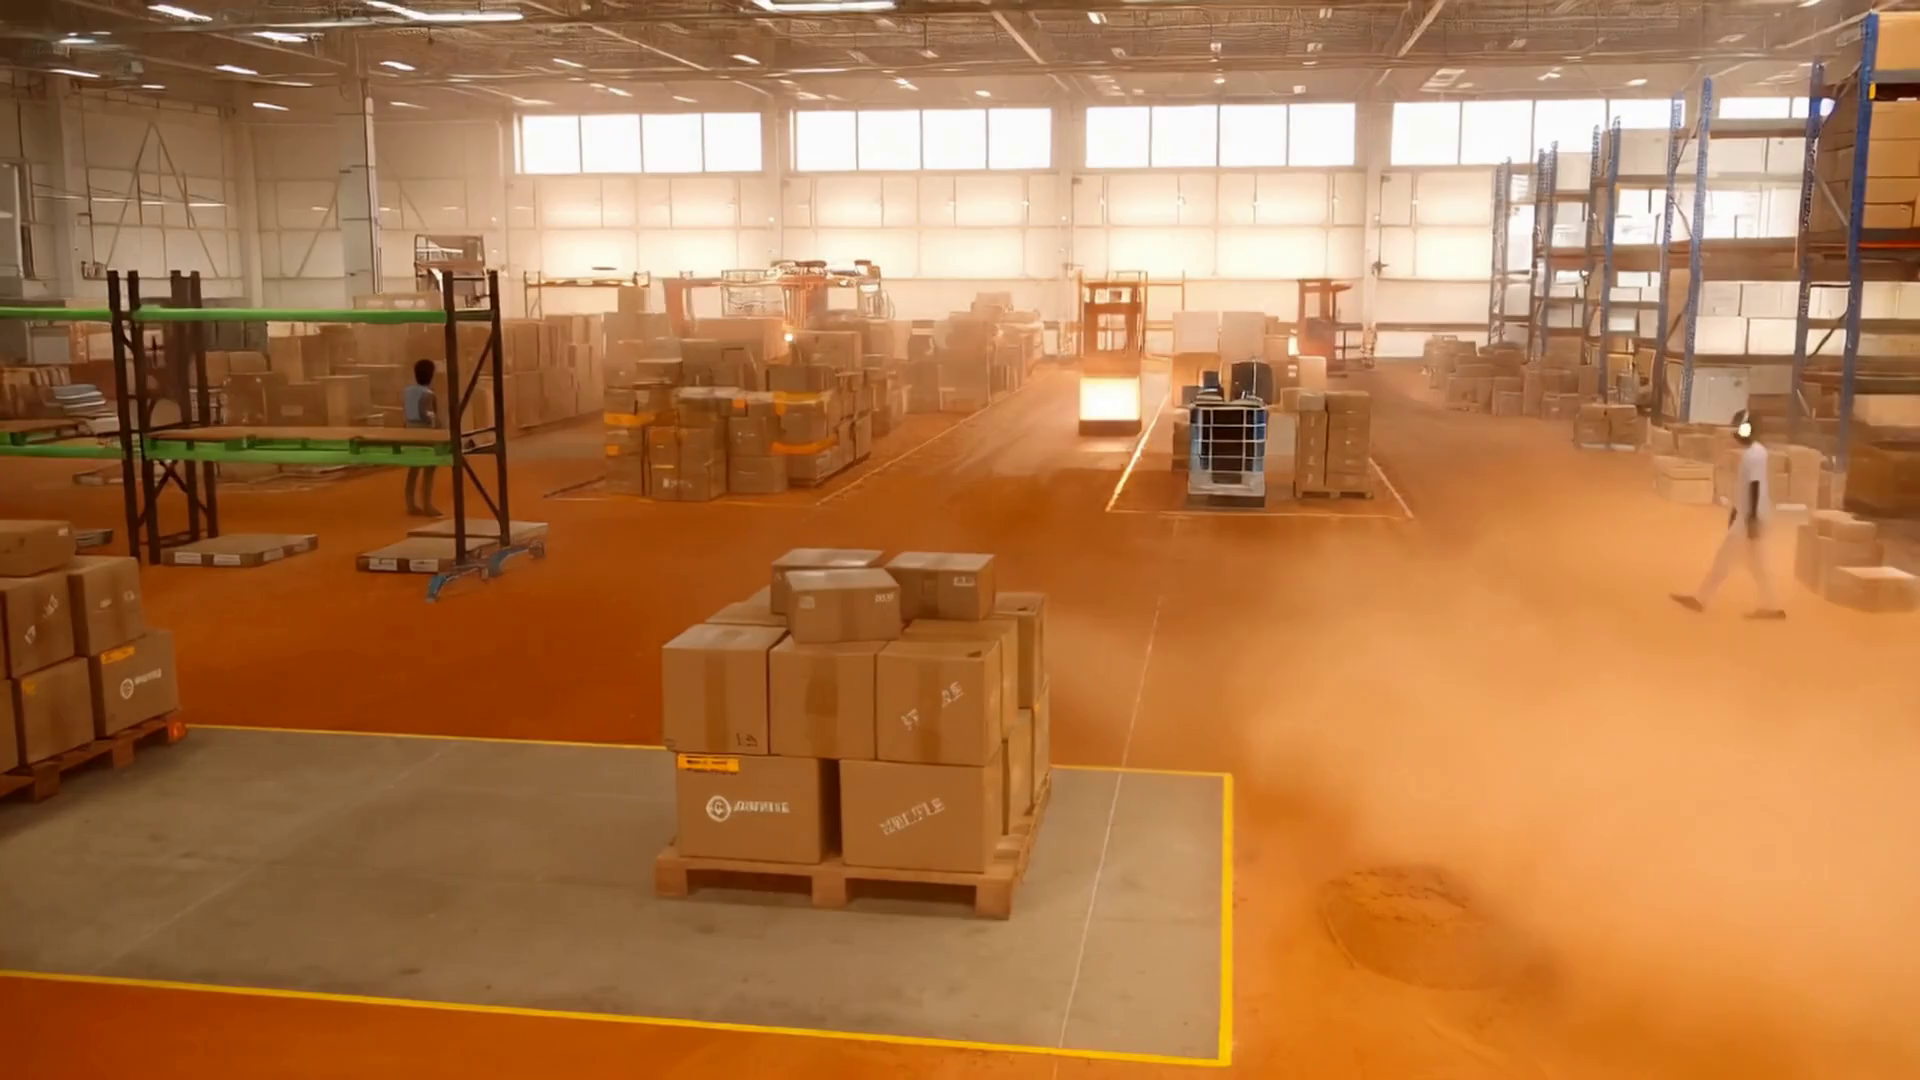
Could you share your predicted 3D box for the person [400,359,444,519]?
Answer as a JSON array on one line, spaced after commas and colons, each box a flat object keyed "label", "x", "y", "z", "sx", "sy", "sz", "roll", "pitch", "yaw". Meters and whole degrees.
[{"label": "person", "x": -6.578, "y": -1.231, "z": 20.363, "sx": 0.606, "sy": 1.958, "sz": 0.382, "roll": 6, "pitch": 11, "yaw": 32}]

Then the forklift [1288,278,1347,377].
[{"label": "forklift", "x": 9.972, "y": -6.037, "z": 47.146, "sx": 1.129, "sy": 2.768, "sz": 1.873, "roll": -4, "pitch": 10, "yaw": -25}]

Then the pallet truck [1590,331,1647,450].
[{"label": "pallet truck", "x": 11.253, "y": -2.573, "z": 28.499, "sx": 0.823, "sy": 1.965, "sz": 1.885, "roll": 5, "pitch": 10, "yaw": 27}]

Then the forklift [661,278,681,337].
[{"label": "forklift", "x": -7.813, "y": -5.738, "z": 45.301, "sx": 1.873, "sy": 2.768, "sz": 1.129, "roll": 0, "pitch": 9, "yaw": 2}]

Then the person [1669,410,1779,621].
[{"label": "person", "x": 6.751, "y": -0.216, "z": 14.499, "sx": 0.934, "sy": 1.819, "sz": 0.529, "roll": 7, "pitch": 11, "yaw": 35}]

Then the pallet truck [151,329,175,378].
[{"label": "pallet truck", "x": -21.869, "y": -5.598, "z": 47.154, "sx": 0.823, "sy": 1.965, "sz": 1.885, "roll": 4, "pitch": 10, "yaw": 26}]

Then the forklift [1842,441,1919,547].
[{"label": "forklift", "x": 10.952, "y": -1.358, "z": 18.289, "sx": 1.873, "sy": 2.768, "sz": 1.129, "roll": 1, "pitch": 9, "yaw": 9}]

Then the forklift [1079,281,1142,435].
[{"label": "forklift", "x": 2.827, "y": -3.417, "z": 30.991, "sx": 1.129, "sy": 2.768, "sz": 1.873, "roll": 1, "pitch": 9, "yaw": 8}]

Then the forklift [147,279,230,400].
[{"label": "forklift", "x": -18.331, "y": -4.753, "z": 39.231, "sx": 1.873, "sy": 2.768, "sz": 1.129, "roll": -5, "pitch": 11, "yaw": -30}]

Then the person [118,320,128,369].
[{"label": "person", "x": -25.939, "y": -6.094, "z": 51.348, "sx": 0.317, "sy": 1.629, "sz": 0.509, "roll": 0, "pitch": 9, "yaw": -2}]

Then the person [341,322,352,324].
[{"label": "person", "x": -16.163, "y": -5.036, "z": 43.931, "sx": 0.596, "sy": 1.915, "sz": 0.644, "roll": -1, "pitch": 9, "yaw": -5}]

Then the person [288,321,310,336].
[{"label": "person", "x": -19.308, "y": -5.747, "z": 48.607, "sx": 0.599, "sy": 1.835, "sz": 0.998, "roll": -4, "pitch": 10, "yaw": -21}]

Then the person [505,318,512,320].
[{"label": "person", "x": -10.555, "y": -4.249, "z": 39.072, "sx": 0.569, "sy": 1.917, "sz": 0.414, "roll": 0, "pitch": 9, "yaw": 2}]
